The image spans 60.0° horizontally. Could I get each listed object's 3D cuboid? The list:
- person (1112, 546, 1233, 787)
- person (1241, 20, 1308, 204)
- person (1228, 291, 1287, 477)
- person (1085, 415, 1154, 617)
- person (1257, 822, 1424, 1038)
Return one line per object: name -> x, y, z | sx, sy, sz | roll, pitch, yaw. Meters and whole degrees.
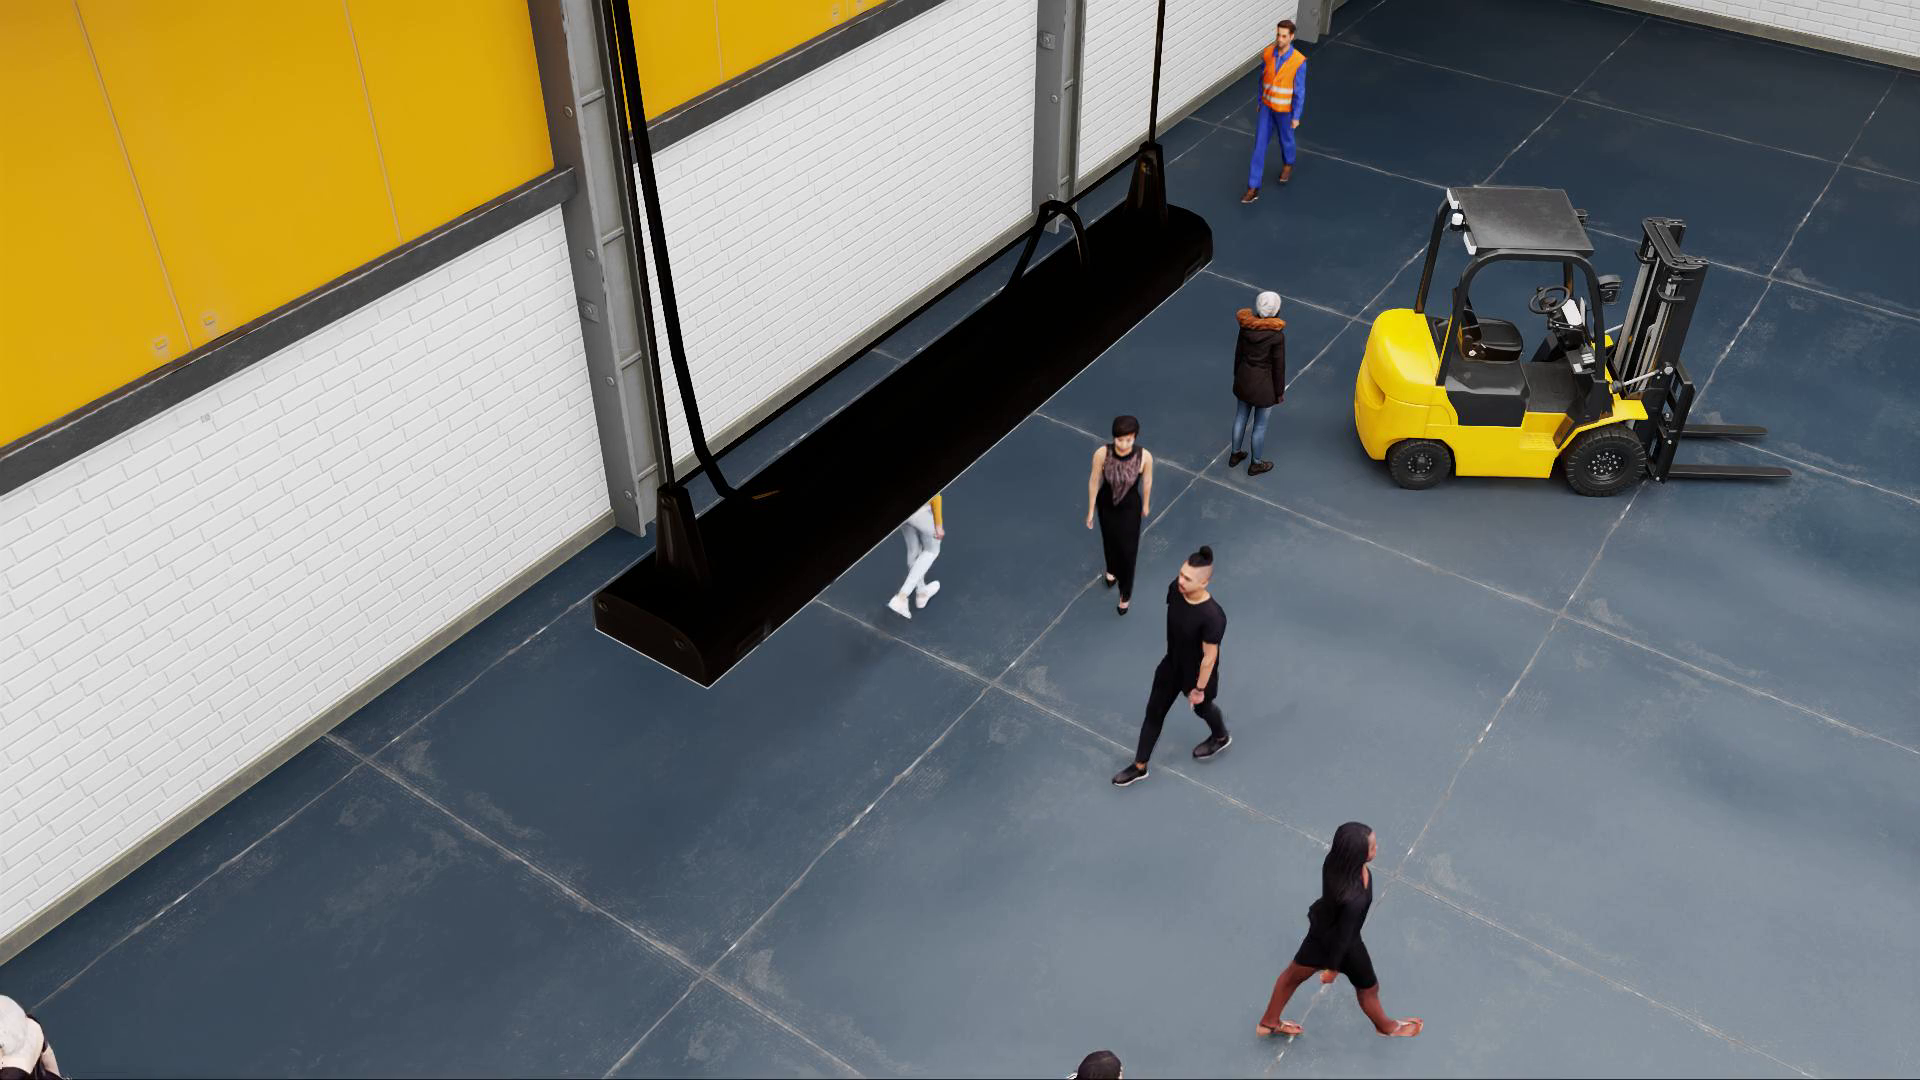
person -> 1.514, 0.775, 10.462 | 1.259, 1.822, 1.007 | -20, 43, -23
person -> 3.290, -4.408, 16.956 | 0.748, 1.816, 1.261 | 21, 43, 24
person -> 2.351, -1.250, 13.148 | 0.671, 1.634, 0.656 | 32, 48, 33
person -> 1.158, -0.286, 11.985 | 0.771, 1.578, 0.912 | 8, 39, 10
person -> 1.911, 2.134, 8.873 | 1.103, 1.681, 1.141 | 0, 39, 0
